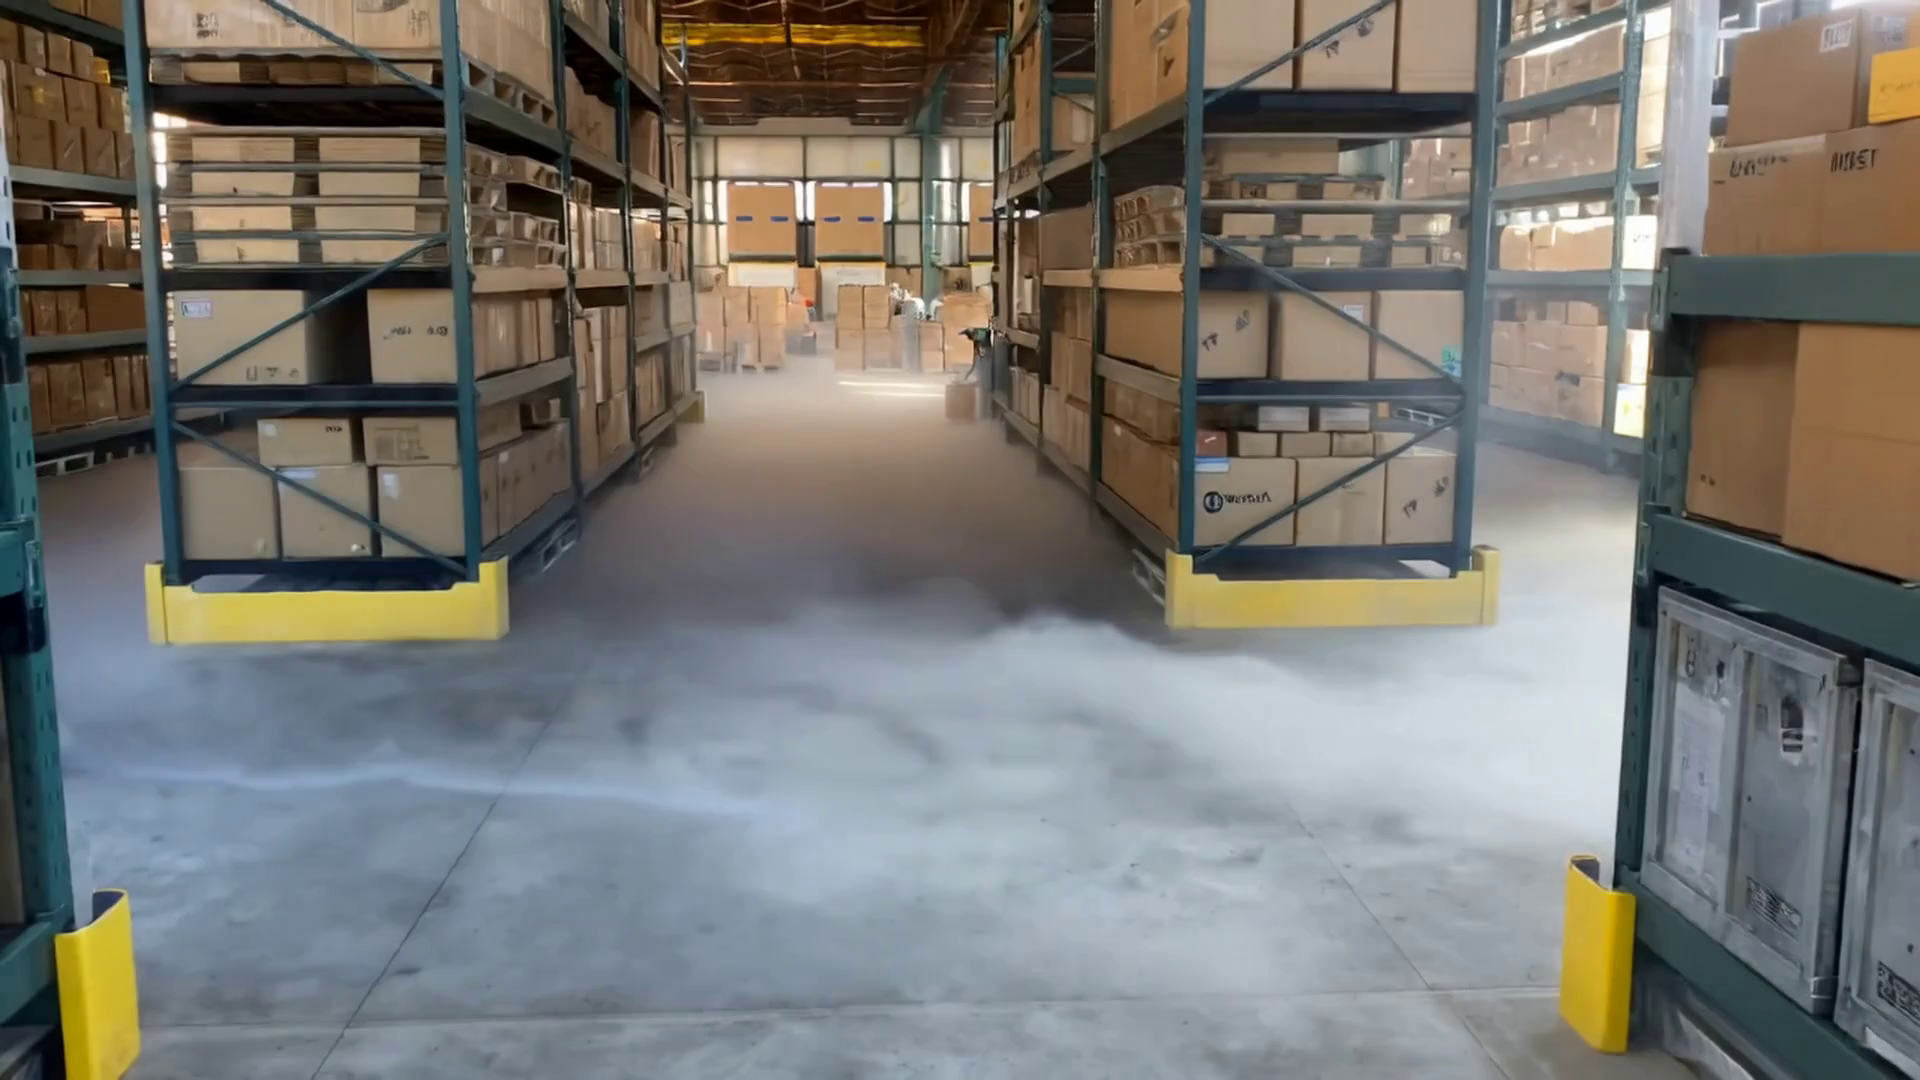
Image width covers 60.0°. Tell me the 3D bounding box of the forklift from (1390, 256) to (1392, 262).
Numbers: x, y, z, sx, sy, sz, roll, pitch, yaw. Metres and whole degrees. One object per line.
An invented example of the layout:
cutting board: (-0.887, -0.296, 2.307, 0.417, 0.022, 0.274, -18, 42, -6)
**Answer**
forklift: (10.360, -5.613, 41.074, 1.129, 2.768, 1.873, -1, 9, -4)

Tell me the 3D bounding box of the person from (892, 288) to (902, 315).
person: (-2.313, -7.828, 57.972, 0.639, 1.928, 0.369, 3, 10, 21)

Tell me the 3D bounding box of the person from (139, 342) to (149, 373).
person: (-13.652, -3.091, 28.000, 0.611, 1.997, 0.372, -1, 9, -7)

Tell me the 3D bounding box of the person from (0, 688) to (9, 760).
person: (-4.811, 0.119, 7.762, 0.689, 2.030, 0.630, 2, 9, 14)

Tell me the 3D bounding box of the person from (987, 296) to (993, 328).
person: (0.950, -5.556, 43.723, 0.623, 1.931, 0.387, -1, 9, -7)

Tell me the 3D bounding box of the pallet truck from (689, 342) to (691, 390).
pallet truck: (-5.225, -3.008, 27.480, 1.885, 1.965, 0.823, 2, 9, 14)

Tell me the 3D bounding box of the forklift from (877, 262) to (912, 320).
forklift: (-2.578, -8.323, 58.089, 1.873, 2.768, 1.129, -4, 10, -21)
